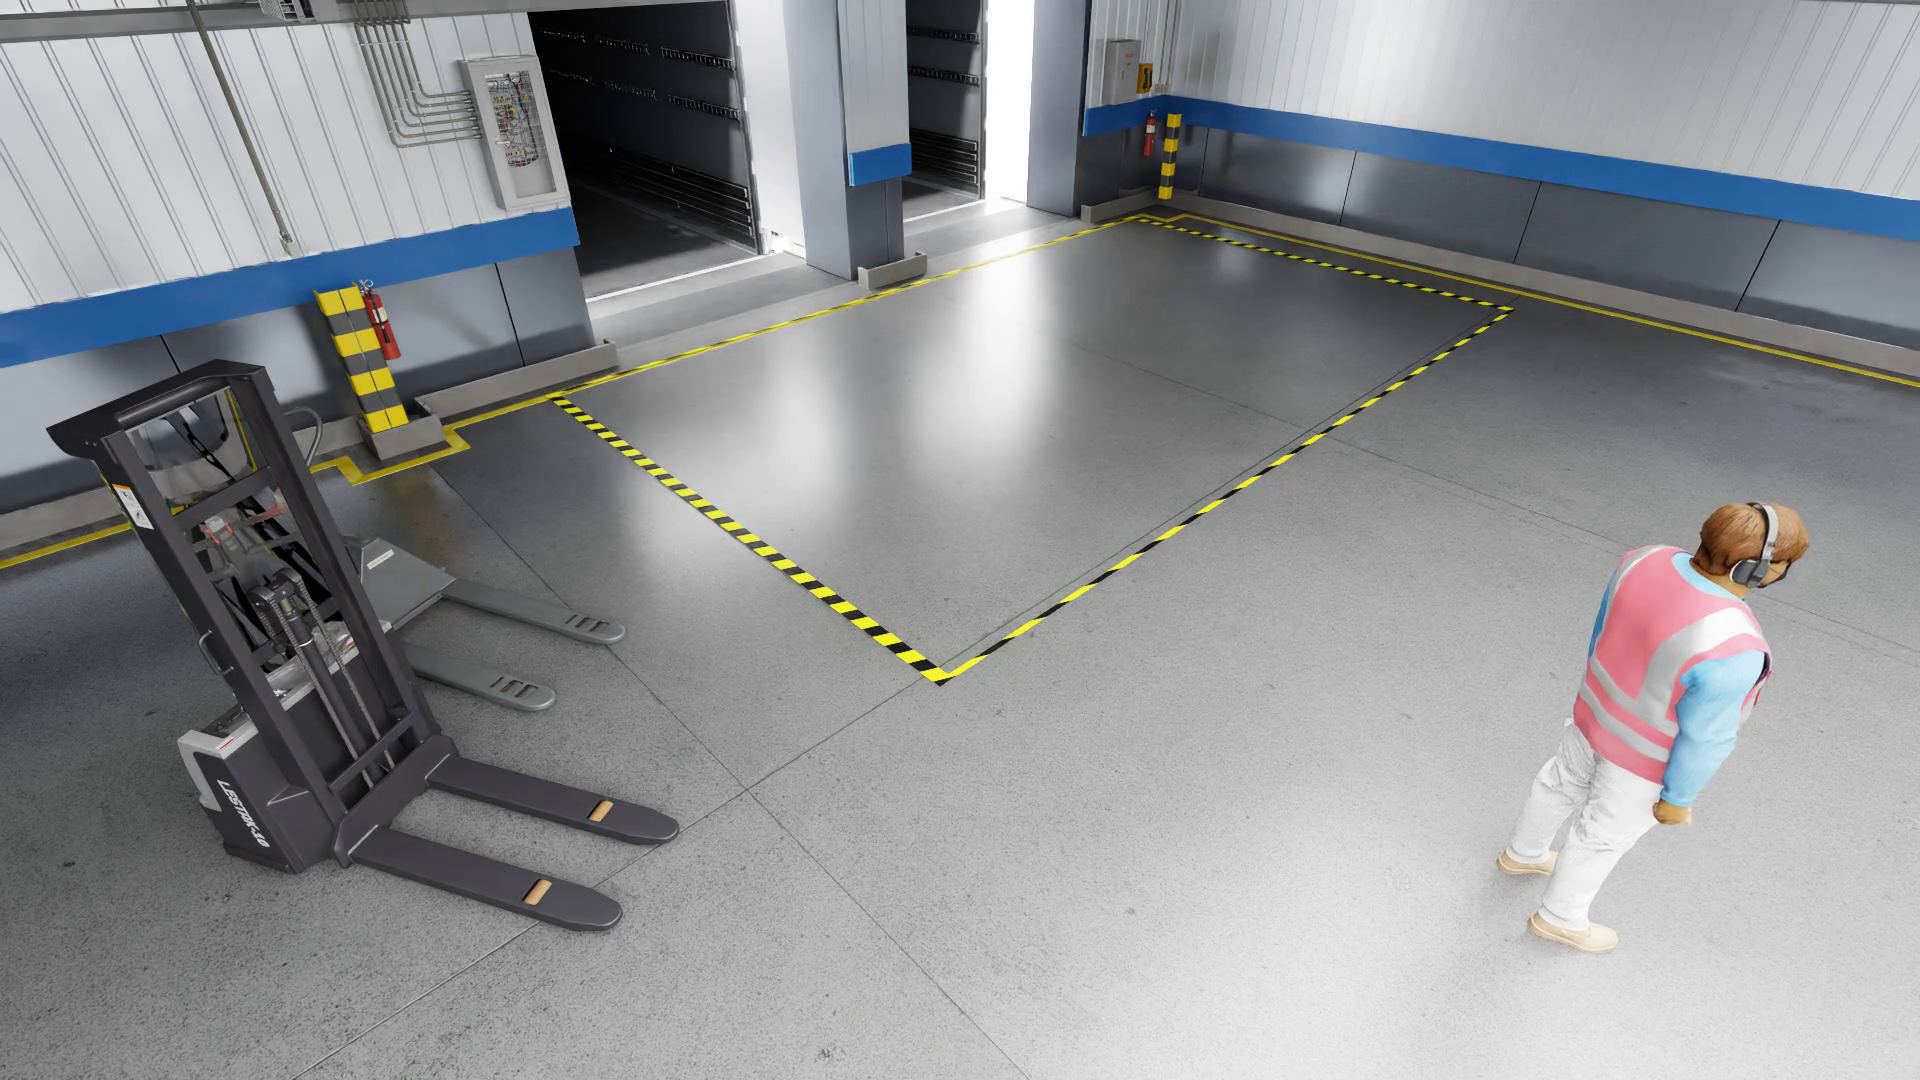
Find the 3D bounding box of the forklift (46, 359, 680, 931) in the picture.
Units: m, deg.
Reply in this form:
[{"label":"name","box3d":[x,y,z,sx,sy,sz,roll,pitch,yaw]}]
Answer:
[{"label":"forklift","box3d":[-2.135,0.422,3.354,1.885,1.965,0.823,10,35,14]}]

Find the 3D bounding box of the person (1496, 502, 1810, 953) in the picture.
[{"label":"person","box3d":[2.322,0.667,3.131,0.429,1.843,0.626,3,34,4]}]

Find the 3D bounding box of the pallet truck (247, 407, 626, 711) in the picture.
[{"label":"pallet truck","box3d":[-2.628,0.038,4.590,1.601,1.201,0.680,12,36,18]}]
